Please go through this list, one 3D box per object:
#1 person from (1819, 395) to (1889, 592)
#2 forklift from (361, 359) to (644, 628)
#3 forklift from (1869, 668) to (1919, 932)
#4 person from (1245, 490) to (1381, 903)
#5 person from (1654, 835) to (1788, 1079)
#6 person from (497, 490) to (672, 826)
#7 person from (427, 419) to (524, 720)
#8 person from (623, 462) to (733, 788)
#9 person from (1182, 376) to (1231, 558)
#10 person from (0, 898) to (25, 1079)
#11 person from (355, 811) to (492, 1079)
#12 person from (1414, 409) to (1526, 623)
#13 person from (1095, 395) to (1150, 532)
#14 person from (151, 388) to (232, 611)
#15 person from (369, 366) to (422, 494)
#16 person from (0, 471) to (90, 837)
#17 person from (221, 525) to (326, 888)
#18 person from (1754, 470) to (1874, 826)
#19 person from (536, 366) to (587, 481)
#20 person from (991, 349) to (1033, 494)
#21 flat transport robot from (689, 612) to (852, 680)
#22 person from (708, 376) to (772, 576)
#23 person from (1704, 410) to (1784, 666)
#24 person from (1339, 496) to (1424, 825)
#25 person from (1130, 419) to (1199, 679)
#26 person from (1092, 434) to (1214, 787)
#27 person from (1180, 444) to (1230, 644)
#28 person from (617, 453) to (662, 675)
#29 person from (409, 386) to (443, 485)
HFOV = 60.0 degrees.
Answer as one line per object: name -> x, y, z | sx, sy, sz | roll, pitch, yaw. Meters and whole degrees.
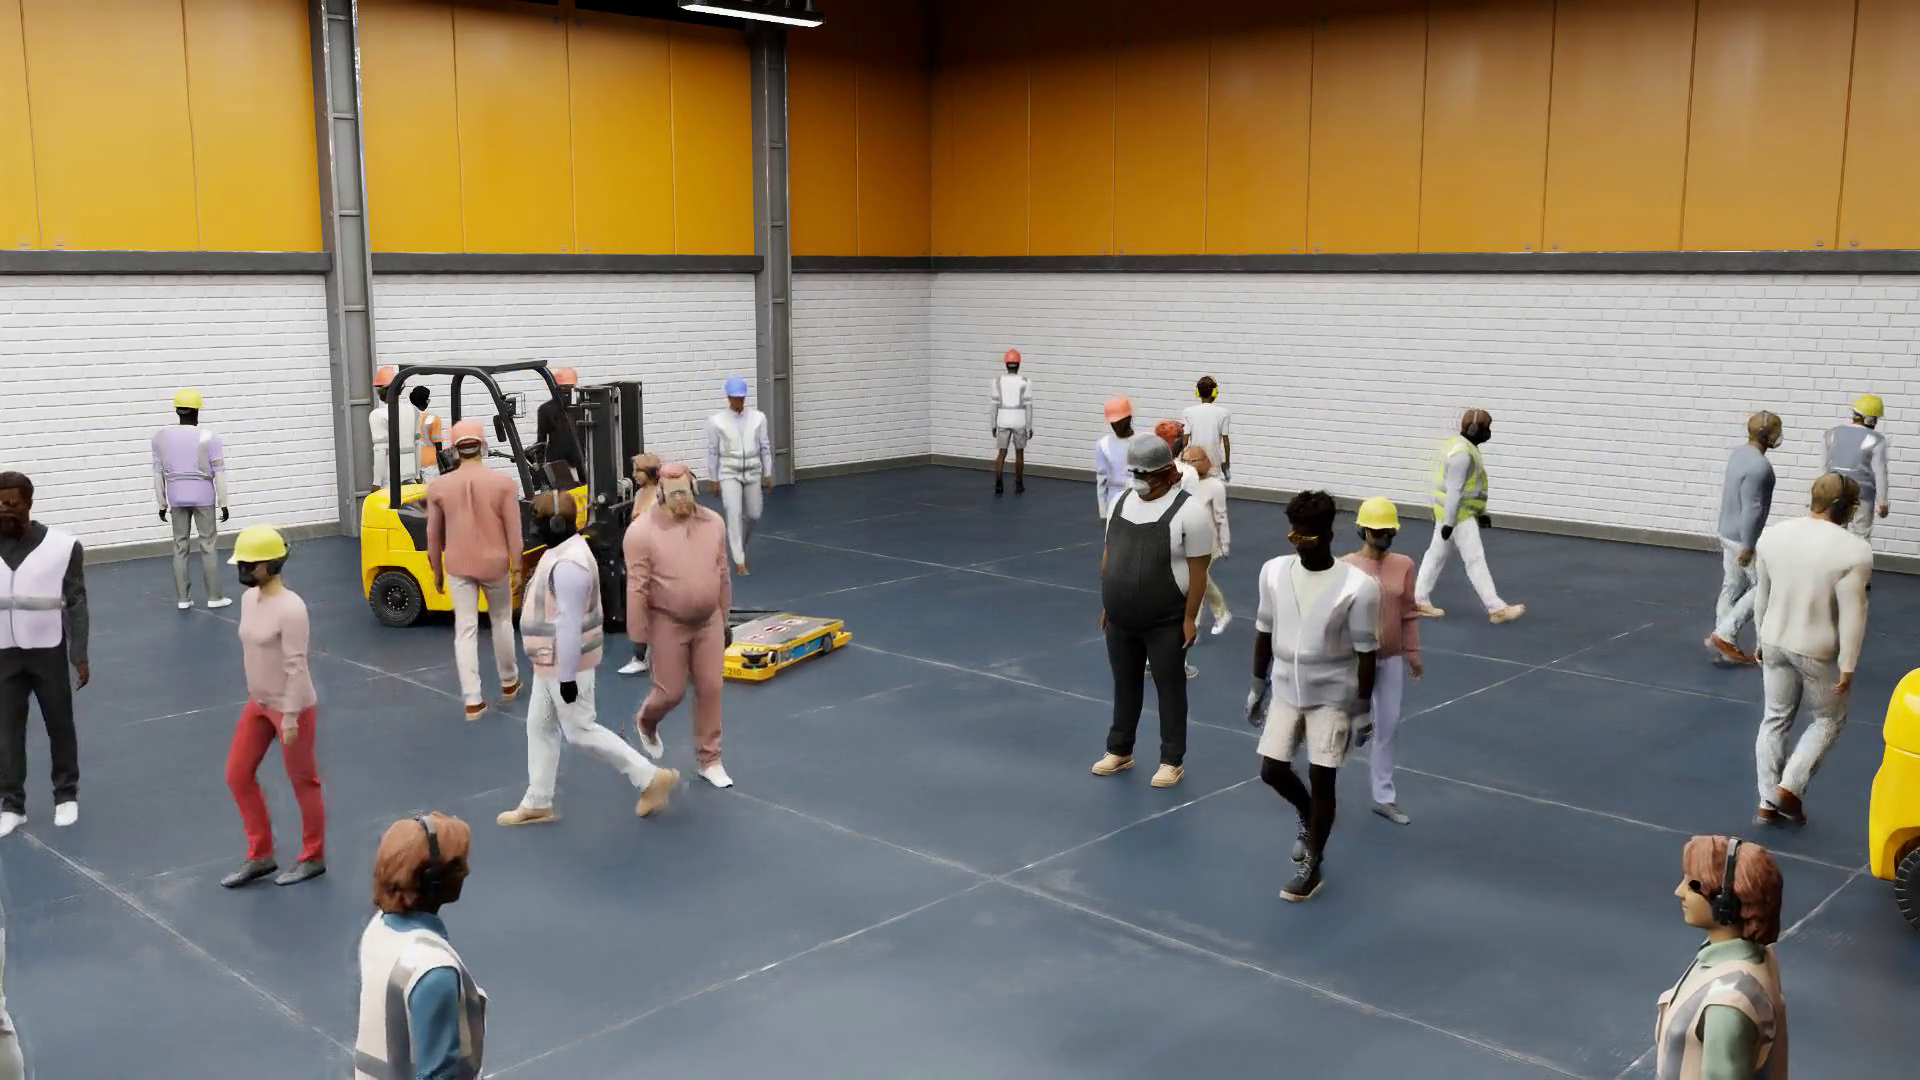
person -> 8.174, -0.412, 15.216 | 0.405, 1.809, 0.633 | -6, 11, -31
forklift -> -3.850, -0.407, 13.936 | 2.313, 2.155, 1.214 | 2, 9, 11
forklift -> 5.205, 0.723, 7.013 | 2.313, 2.155, 1.214 | 9, 13, 43
person -> 1.666, 0.713, 7.820 | 0.651, 1.946, 0.517 | 7, 12, 38
person -> 1.794, 1.497, 3.960 | 0.308, 1.641, 0.517 | 4, 10, 25
person -> -2.007, 0.627, 8.786 | 0.849, 1.814, 0.633 | -3, 10, -16
person -> -3.222, 0.163, 11.146 | 0.635, 1.954, 0.861 | -1, 9, -8
person -> -1.634, 0.466, 9.565 | 0.650, 1.877, 0.714 | -7, 12, -37
person -> 2.506, -0.742, 17.002 | 0.521, 1.865, 0.319 | 2, 9, 10
person -> -3.276, 1.284, 5.341 | 0.517, 1.618, 0.463 | 4, 10, 23
person -> -1.260, 1.467, 4.183 | 0.616, 1.613, 0.554 | -7, 11, -35
person -> 4.253, -0.202, 13.923 | 0.960, 1.782, 0.629 | 2, 10, 14
person -> 1.432, -0.273, 14.024 | 0.601, 1.901, 0.583 | 2, 10, 15
person -> -6.647, -0.351, 14.412 | 0.594, 1.924, 0.382 | -1, 9, -7
person -> -5.331, -0.613, 15.664 | 0.389, 2.041, 0.614 | 4, 10, 23
person -> -4.901, 0.579, 8.753 | 0.593, 1.918, 0.416 | -2, 9, -12
person -> -3.296, 0.804, 7.849 | 0.546, 1.747, 0.594 | 7, 12, 36
person -> 4.440, 0.583, 8.720 | 0.426, 1.915, 0.642 | -7, 11, -35
person -> -4.103, -0.831, 17.216 | 0.638, 1.971, 0.744 | -7, 11, -36
person -> 0.681, -1.536, 21.705 | 0.560, 1.918, 0.760 | 2, 10, 13
flat transport robot -> -1.430, 0.780, 12.539 | 0.652, 0.197, 1.431 | 4, 10, 23
person -> -2.165, -0.647, 16.243 | 0.609, 1.928, 0.776 | -4, 10, -22
person -> 5.832, -0.001, 12.294 | 0.426, 1.926, 0.644 | 2, 9, 10
person -> 2.215, 0.628, 8.927 | 0.544, 1.757, 0.525 | -4, 10, -21
person -> 1.476, 0.071, 11.954 | 0.584, 1.882, 0.337 | 7, 12, 38
person -> 1.061, 0.390, 9.520 | 0.674, 2.000, 0.535 | 7, 12, 37
person -> 1.940, 0.014, 13.213 | 0.793, 1.590, 0.512 | -8, 13, -42
person -> -2.304, 0.177, 12.120 | 0.709, 1.611, 0.522 | -5, 11, -29
person -> -5.829, -0.825, 18.047 | 0.532, 1.694, 0.320 | 3, 10, 19
